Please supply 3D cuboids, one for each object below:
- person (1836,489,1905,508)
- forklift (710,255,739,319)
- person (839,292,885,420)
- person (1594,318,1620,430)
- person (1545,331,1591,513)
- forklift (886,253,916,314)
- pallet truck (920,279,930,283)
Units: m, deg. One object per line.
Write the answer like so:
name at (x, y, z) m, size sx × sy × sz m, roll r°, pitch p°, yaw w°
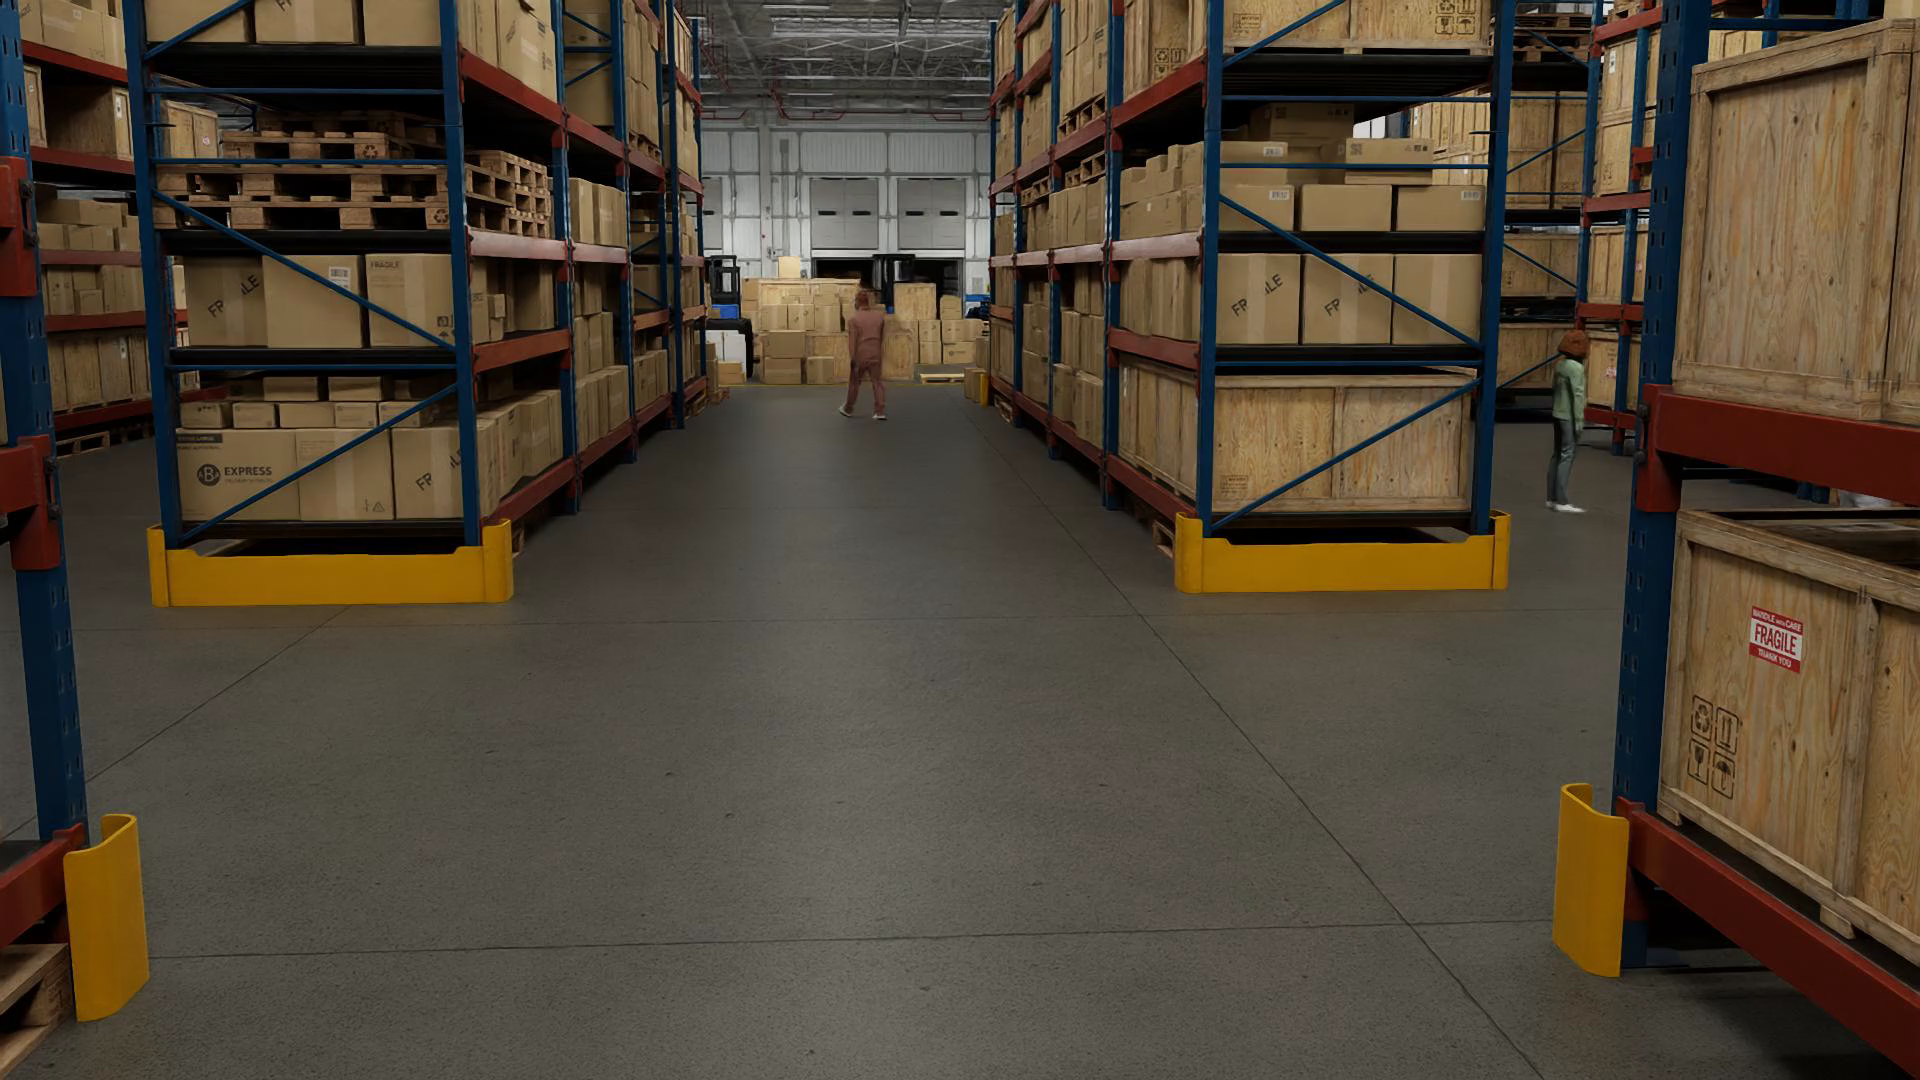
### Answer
person at (5.063, -0.275, 9.291) m, size 0.374 × 1.843 × 0.573 m, roll -1°, pitch 9°, yaw -4°
forklift at (-8.368, -8.713, 59.038) m, size 1.129 × 2.768 × 1.873 m, roll -1°, pitch 9°, yaw -4°
person at (-1.425, -2.702, 24.509) m, size 0.656 × 1.859 × 0.991 m, roll -6°, pitch 11°, yaw -31°
person at (8.913, -2.321, 22.796) m, size 0.308 × 1.636 × 0.524 m, roll -1°, pitch 9°, yaw -4°
person at (5.457, -1.055, 14.901) m, size 0.318 × 1.624 × 0.523 m, roll 0°, pitch 9°, yaw 0°
forklift at (-1.928, -8.012, 54.640) m, size 1.129 × 2.768 × 1.873 m, roll -5°, pitch 11°, yaw -30°
pallet truck at (-0.932, -8.922, 63.114) m, size 1.885 × 1.965 × 0.823 m, roll 2°, pitch 9°, yaw 13°
